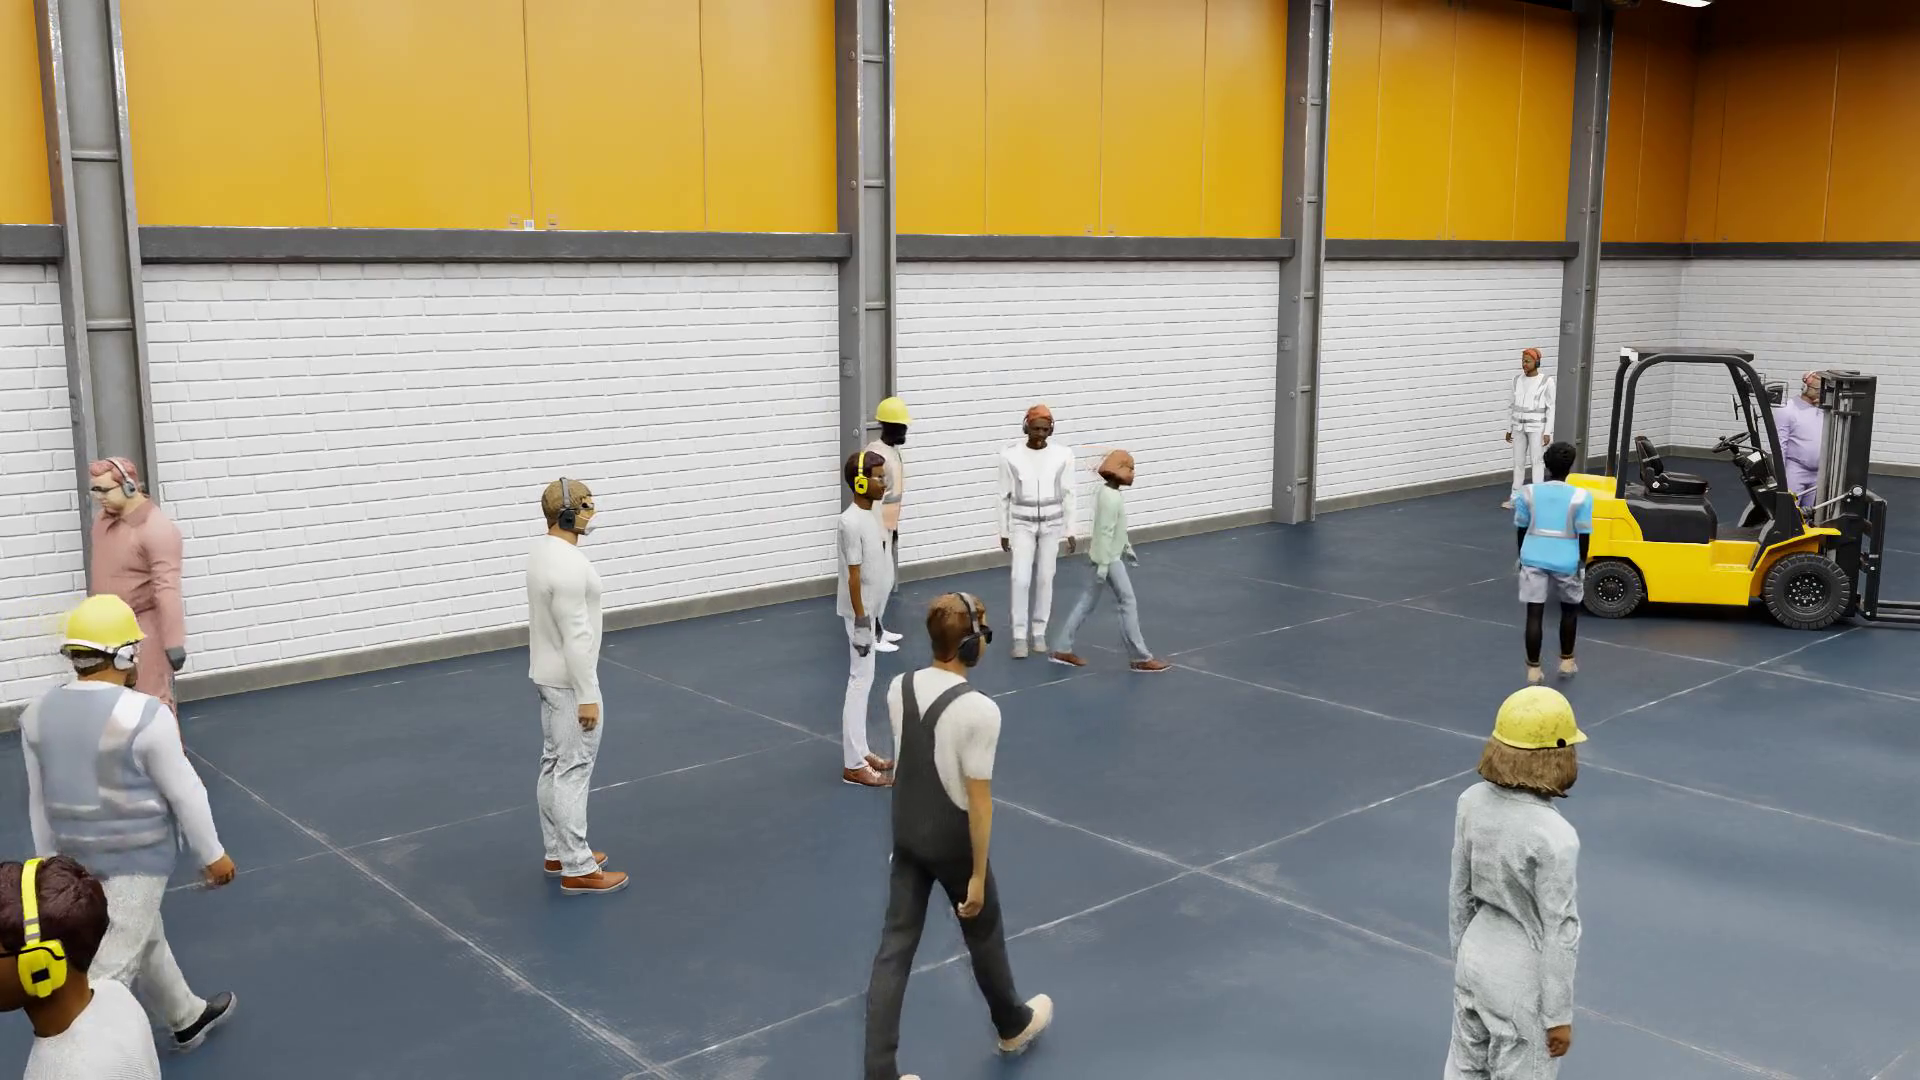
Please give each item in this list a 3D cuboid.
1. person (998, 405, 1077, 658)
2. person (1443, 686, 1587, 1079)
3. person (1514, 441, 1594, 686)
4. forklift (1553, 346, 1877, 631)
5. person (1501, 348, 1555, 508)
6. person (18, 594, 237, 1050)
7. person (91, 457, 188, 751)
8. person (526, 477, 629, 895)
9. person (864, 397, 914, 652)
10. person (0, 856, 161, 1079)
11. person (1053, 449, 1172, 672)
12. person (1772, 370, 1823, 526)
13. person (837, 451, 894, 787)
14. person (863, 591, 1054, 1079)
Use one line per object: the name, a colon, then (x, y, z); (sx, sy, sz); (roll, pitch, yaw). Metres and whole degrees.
person: (0.571, -0.054, 12.205); (0.568, 1.857, 0.706); (0, 10, -2)
person: (1.599, 1.269, 4.778); (0.313, 1.744, 0.487); (-3, 10, -19)
person: (4.109, 0.151, 11.511); (0.544, 1.669, 0.693); (5, 11, 29)
forklift: (6.109, -0.478, 13.691); (2.313, 2.155, 1.214); (3, 10, 16)
person: (6.584, -1.274, 19.258); (0.338, 1.882, 0.583); (-7, 12, -37)
person: (-2.898, 1.075, 5.805); (0.601, 1.786, 0.924); (4, 10, 20)
person: (-4.422, 0.472, 9.043); (0.765, 1.885, 0.514); (7, 12, 35)
person: (-1.804, 0.669, 7.723); (0.372, 1.940, 0.630); (-5, 11, -27)
person: (-0.552, -0.119, 12.435); (0.445, 1.909, 0.588); (2, 10, 13)
person: (-1.633, 1.488, 3.146); (0.310, 1.864, 0.534); (-4, 11, -24)
person: (1.056, 0.142, 11.817); (0.816, 1.590, 0.494); (-1, 10, -4)
person: (7.786, -0.610, 15.316); (0.640, 1.904, 0.410); (-2, 10, -12)
person: (-0.520, 0.432, 9.303); (0.328, 1.874, 0.512); (0, 10, 3)
person: (-0.034, 1.061, 5.849); (0.533, 1.793, 0.963); (8, 12, 38)
